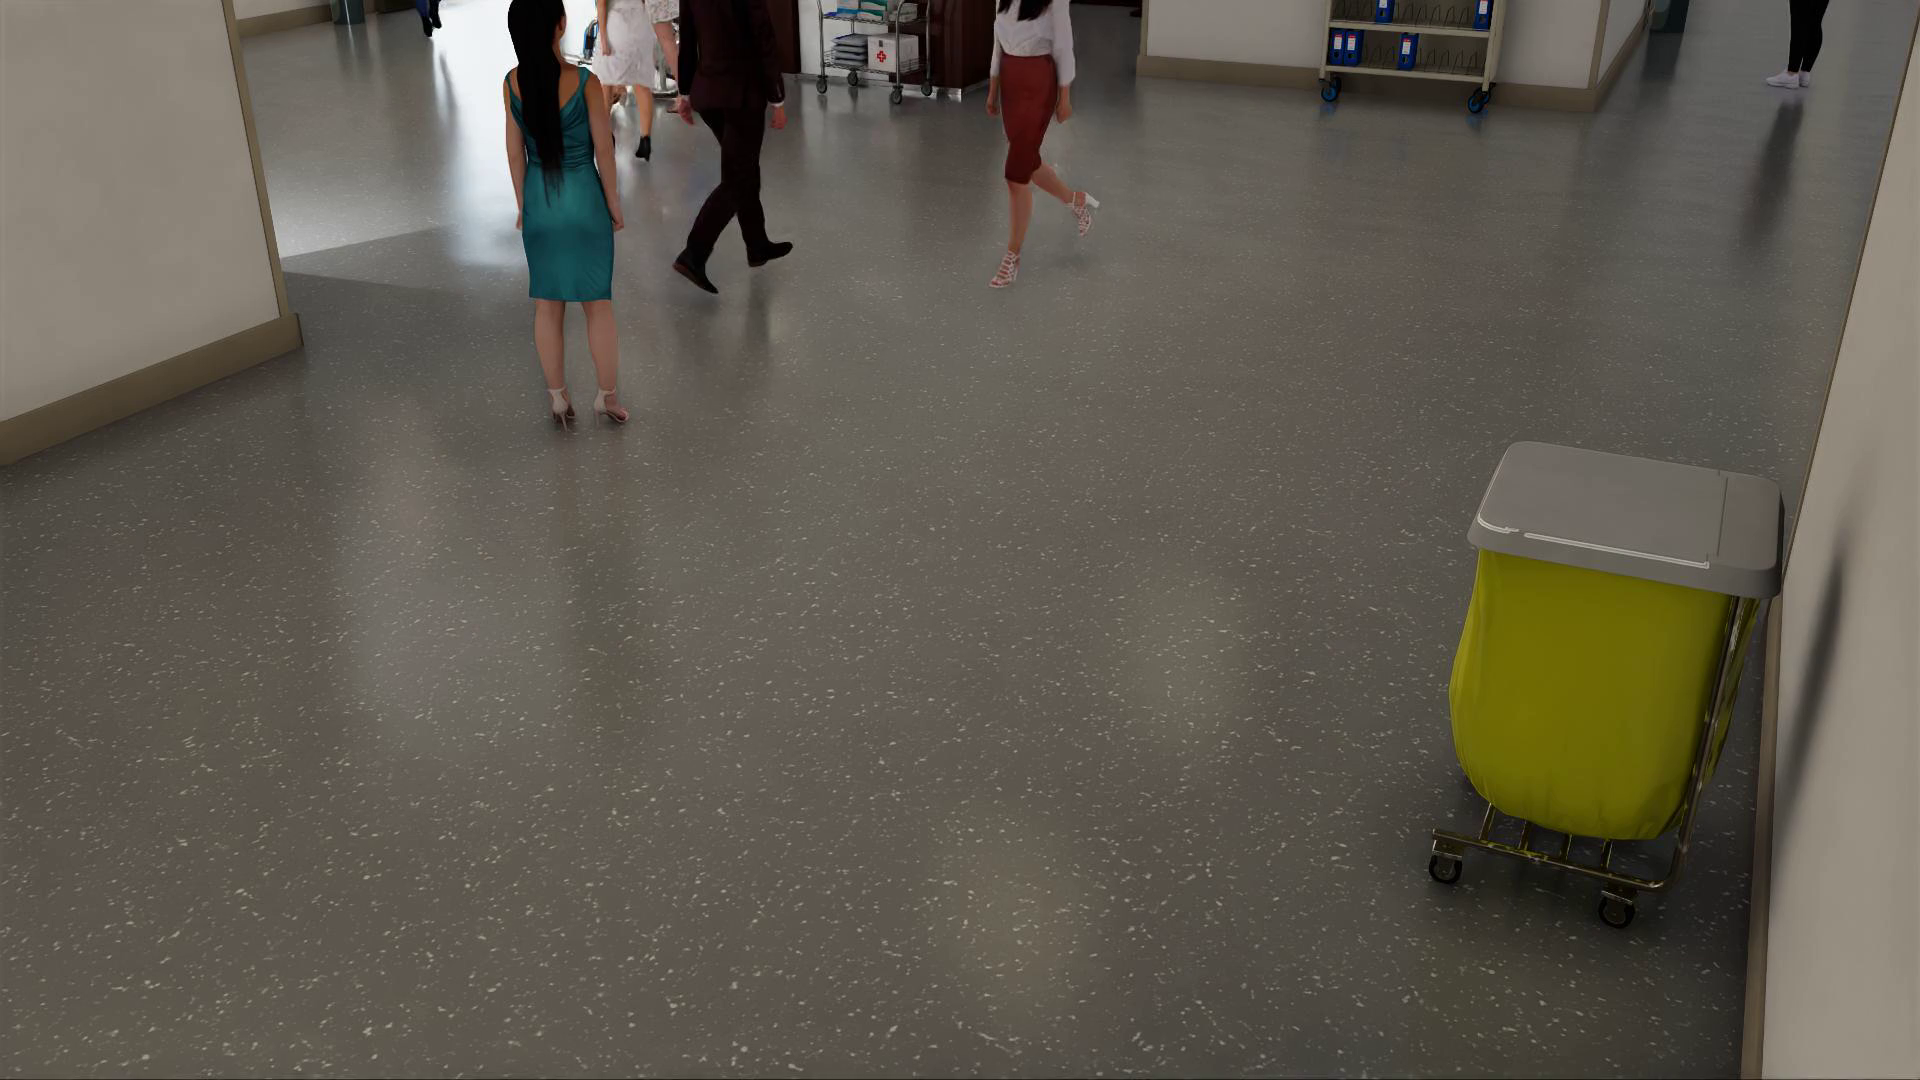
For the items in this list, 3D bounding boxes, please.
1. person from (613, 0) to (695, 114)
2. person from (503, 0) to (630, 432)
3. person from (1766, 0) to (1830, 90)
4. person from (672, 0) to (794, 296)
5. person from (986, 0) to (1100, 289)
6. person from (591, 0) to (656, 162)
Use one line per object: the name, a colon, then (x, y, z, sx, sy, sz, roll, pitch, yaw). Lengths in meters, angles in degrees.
person: (-2.111, -3.876, 11.719, 1.041, 1.746, 0.815, 2, 26, 5)
person: (-1.496, -1.229, 6.297, 0.553, 1.687, 0.685, 1, 26, 1)
person: (6.550, -4.318, 12.760, 0.715, 1.638, 0.763, -12, 28, -23)
person: (-1.141, -2.092, 7.907, 1.199, 1.843, 0.917, 17, 31, 32)
person: (0.381, -2.120, 8.099, 0.909, 1.726, 1.064, -22, 34, -38)
person: (-2.068, -3.156, 10.474, 0.805, 1.530, 0.930, -17, 31, -31)
